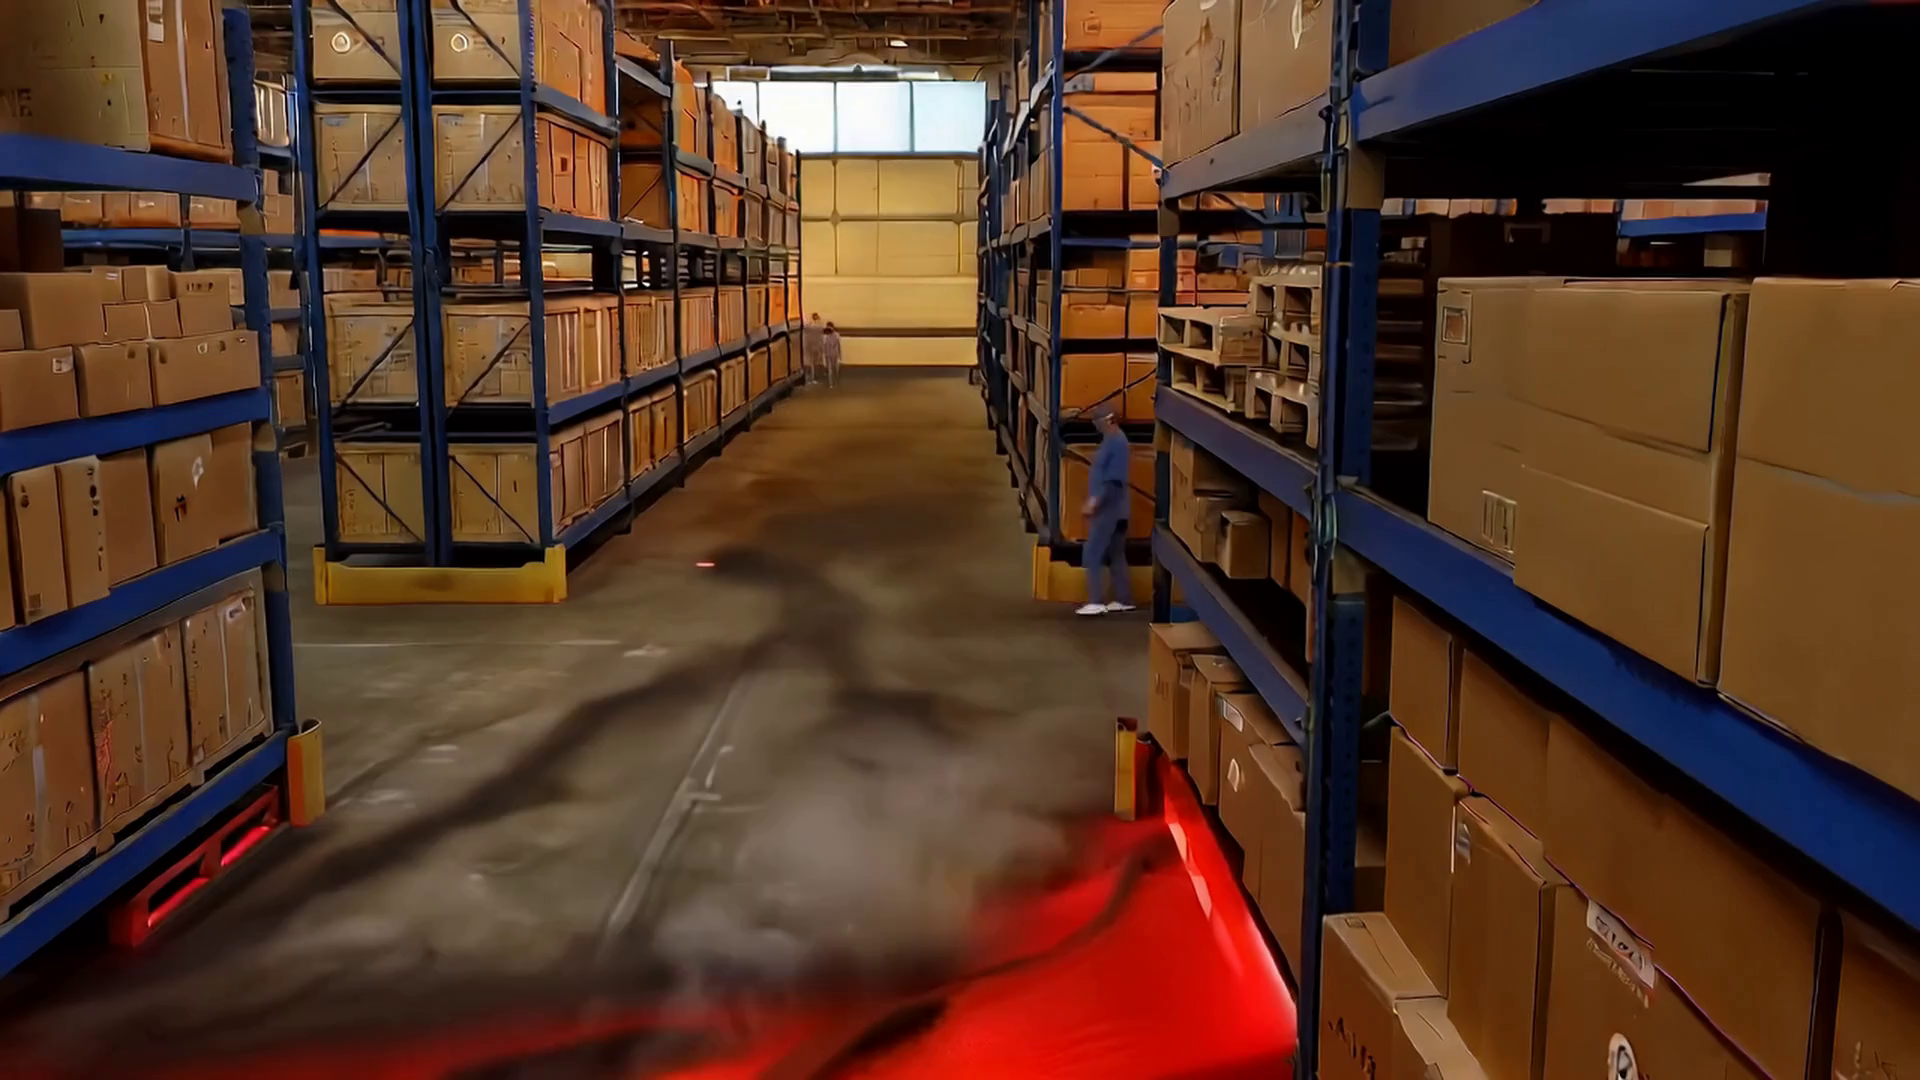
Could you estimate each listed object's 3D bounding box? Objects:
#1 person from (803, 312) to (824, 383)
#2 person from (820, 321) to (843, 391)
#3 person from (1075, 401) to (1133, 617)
[{"bbox_3d":[-3.944,-5.143,44.409,0.652,1.901,0.696,-6,11,-35],"label":"person"},{"bbox_3d":[-3.222,-4.629,41.733,0.564,1.738,0.649,-1,9,-4],"label":"person"},{"bbox_3d":[1.237,-0.271,14.580,0.689,1.885,0.657,0,9,-2],"label":"person"}]
